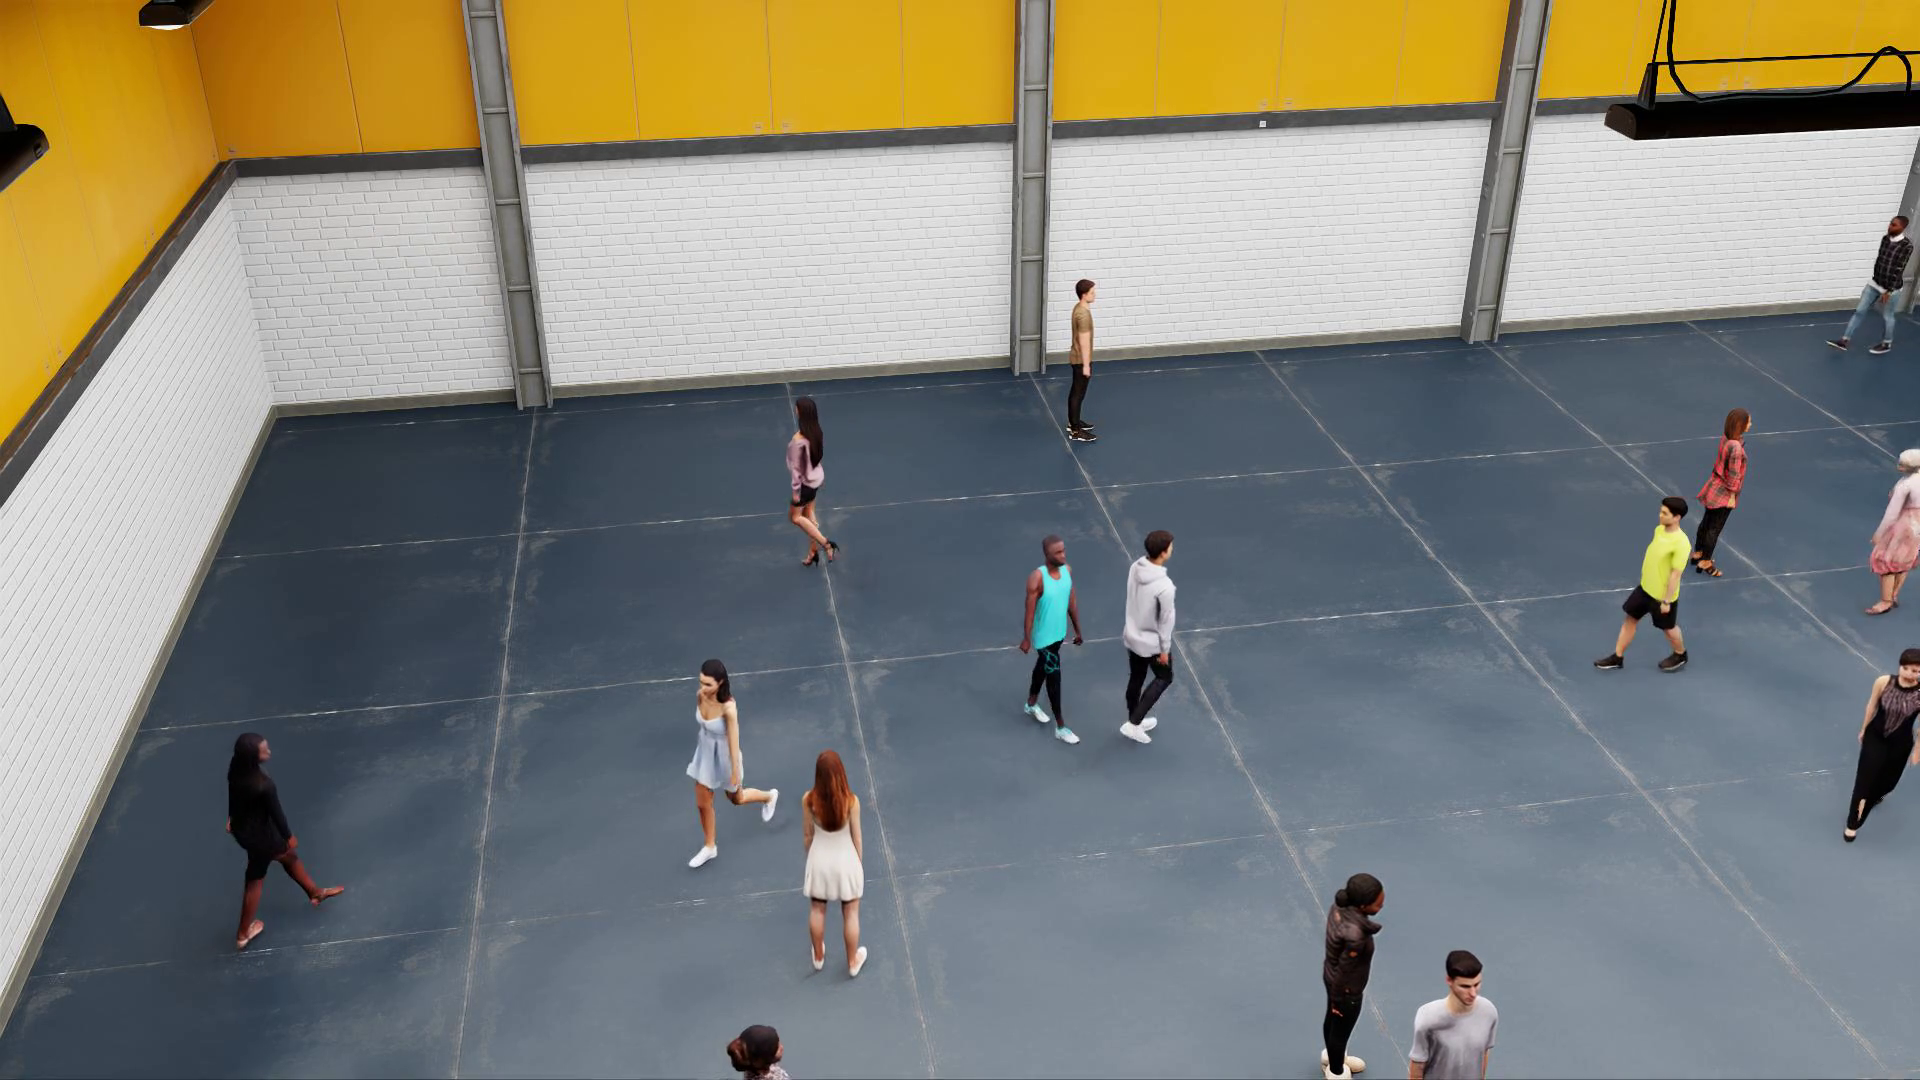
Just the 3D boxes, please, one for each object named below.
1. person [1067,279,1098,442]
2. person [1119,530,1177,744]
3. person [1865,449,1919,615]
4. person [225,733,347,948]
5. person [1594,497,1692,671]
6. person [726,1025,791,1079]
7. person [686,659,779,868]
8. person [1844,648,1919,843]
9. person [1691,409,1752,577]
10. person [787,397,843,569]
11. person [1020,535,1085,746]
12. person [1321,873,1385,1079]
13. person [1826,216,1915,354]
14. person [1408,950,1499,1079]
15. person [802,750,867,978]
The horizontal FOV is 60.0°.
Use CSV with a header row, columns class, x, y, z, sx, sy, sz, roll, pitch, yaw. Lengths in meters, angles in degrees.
class,x,y,z,sx,sy,sz,roll,pitch,yaw
person,1.358,-2.043,18.668,0.643,1.851,0.706,1,29,1
person,1.424,0.814,13.363,0.905,1.916,0.852,-20,34,-32
person,8.742,-0.107,15.316,0.610,1.661,0.812,-7,29,-12
person,-4.855,2.045,11.357,1.004,1.675,1.151,22,35,34
person,6.111,0.413,14.356,1.060,1.669,0.638,-5,29,-9
person,-1.127,3.319,9.001,0.995,1.695,0.636,-2,29,-4
person,-1.677,1.577,12.187,1.012,1.701,1.120,23,36,36
person,6.999,1.487,12.485,0.985,1.573,1.064,20,34,32
person,7.309,-0.474,15.945,0.647,1.704,0.672,3,29,6
person,-1.380,-0.497,15.887,0.895,1.799,0.829,13,31,23
person,0.661,0.734,13.641,1.008,1.790,1.003,-24,37,-37
person,2.336,2.706,10.160,0.603,1.661,0.656,-5,29,-8
person,11.659,-3.163,20.794,1.146,1.781,0.787,-10,30,-17
person,2.699,3.055,9.282,0.552,1.890,0.760,-9,30,-16
person,-0.846,2.159,11.119,0.598,1.703,0.704,5,29,10
